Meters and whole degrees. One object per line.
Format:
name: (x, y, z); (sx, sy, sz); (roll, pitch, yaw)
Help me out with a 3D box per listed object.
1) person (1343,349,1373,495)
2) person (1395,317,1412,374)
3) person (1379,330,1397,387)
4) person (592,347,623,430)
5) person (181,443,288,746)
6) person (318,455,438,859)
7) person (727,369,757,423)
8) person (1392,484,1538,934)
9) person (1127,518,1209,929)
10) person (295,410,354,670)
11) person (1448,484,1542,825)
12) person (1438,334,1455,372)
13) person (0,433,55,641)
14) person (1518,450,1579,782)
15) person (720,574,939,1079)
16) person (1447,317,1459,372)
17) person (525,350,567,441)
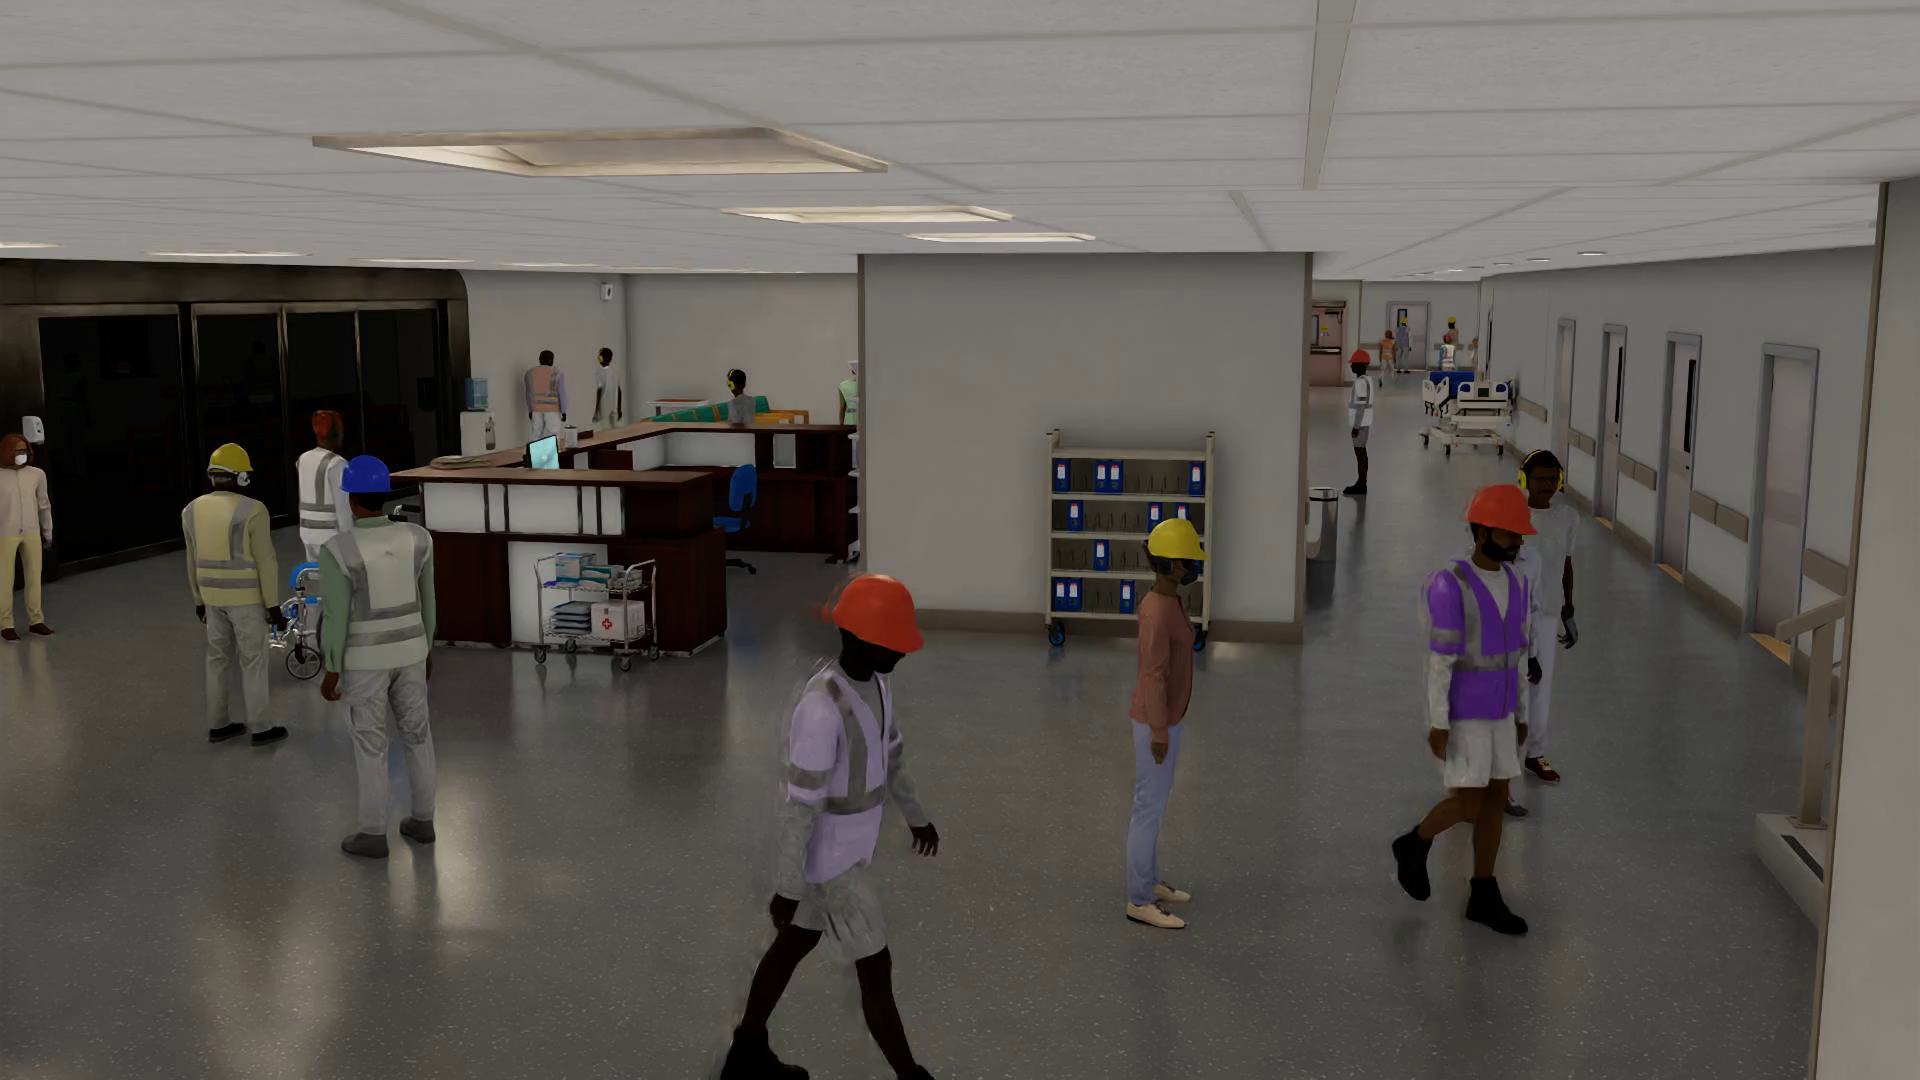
person: (5.340, -1.576, 22.268); (0.348, 1.942, 0.548); (3, 9, 21)
person: (14.474, -6.344, 54.252); (0.590, 1.837, 0.403); (7, 11, 40)
person: (11.981, -5.085, 46.663); (0.517, 1.618, 0.671); (4, 10, 26)
person: (-5.350, -1.973, 25.174); (0.339, 1.860, 0.585); (6, 11, 36)
person: (-4.360, 0.331, 10.027); (0.592, 1.822, 0.403); (3, 9, 18)
person: (-2.812, 0.560, 8.063); (0.392, 1.949, 0.602); (7, 11, 39)
person: (-2.442, -0.965, 18.481); (0.330, 1.865, 0.518); (4, 9, 22)
person: (2.207, 0.710, 7.143); (0.572, 1.925, 0.556); (-5, 10, -32)
person: (0.902, 0.779, 7.226); (0.327, 1.767, 0.533); (2, 9, 13)
person: (-4.598, -0.006, 12.077); (0.589, 1.875, 0.368); (8, 12, 42)
person: (2.767, 0.580, 8.574); (0.560, 1.753, 0.327); (-3, 9, -20)
person: (12.196, -4.331, 41.584); (0.531, 1.623, 0.506); (-4, 10, -27)
person: (-7.381, -0.028, 13.053); (0.286, 1.627, 0.504); (6, 10, 35)
person: (3.182, 0.424, 9.249); (0.534, 1.864, 0.309); (-1, 9, -4)
person: (-0.384, 0.998, 5.468); (0.972, 1.869, 0.689); (2, 9, 10)
person: (14.829, -5.766, 50.166); (0.396, 1.919, 0.583); (0, 9, -2)
person: (-6.258, -1.959, 25.217); (0.643, 1.832, 0.431); (1, 9, 8)
